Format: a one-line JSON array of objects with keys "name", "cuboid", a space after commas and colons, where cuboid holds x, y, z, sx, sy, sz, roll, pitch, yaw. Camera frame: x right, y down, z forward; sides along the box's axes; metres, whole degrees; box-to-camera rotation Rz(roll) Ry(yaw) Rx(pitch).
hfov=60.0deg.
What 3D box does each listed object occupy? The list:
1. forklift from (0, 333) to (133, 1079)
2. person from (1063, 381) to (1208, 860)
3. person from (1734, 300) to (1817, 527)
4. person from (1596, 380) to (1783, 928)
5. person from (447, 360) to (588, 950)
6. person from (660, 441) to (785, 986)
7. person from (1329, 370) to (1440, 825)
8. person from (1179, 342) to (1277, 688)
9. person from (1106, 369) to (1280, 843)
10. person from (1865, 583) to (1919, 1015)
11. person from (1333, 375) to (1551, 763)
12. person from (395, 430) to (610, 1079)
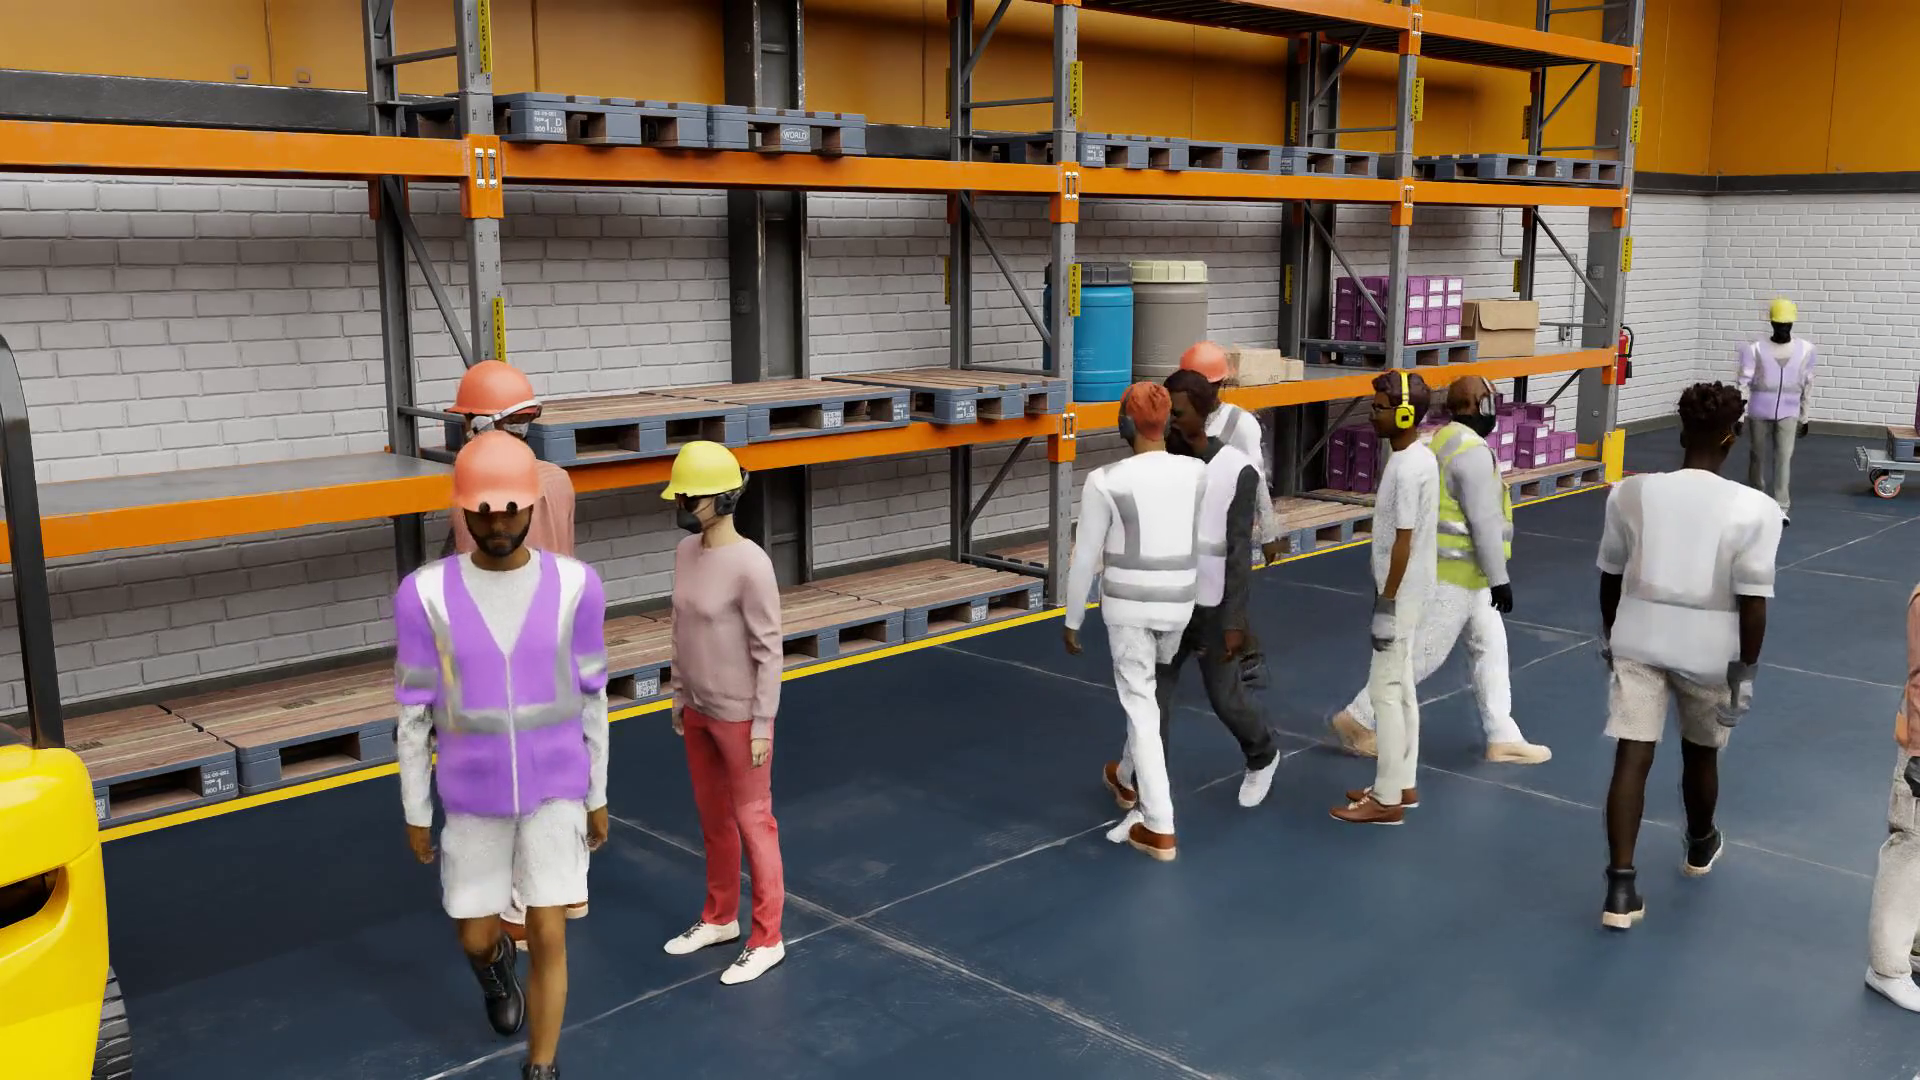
[{"name": "forklift", "cuboid": [-3.289, 0.485, 4.582, 1.214, 2.155, 2.313, -10, 14, -44]}, {"name": "person", "cuboid": [0.703, 0.282, 6.659, 0.588, 1.840, 0.894, -4, 11, -20]}, {"name": "person", "cuboid": [6.822, -1.072, 13.952, 0.613, 1.871, 1.009, 3, 11, 17]}, {"name": "person", "cuboid": [2.572, 0.383, 5.958, 0.617, 1.902, 1.057, 7, 13, 34]}, {"name": "person", "cuboid": [-1.510, 0.393, 5.627, 0.394, 1.994, 0.612, 3, 11, 17]}, {"name": "person", "cuboid": [-0.784, 0.555, 5.374, 0.329, 1.765, 0.533, -9, 14, -41]}, {"name": "person", "cuboid": [1.762, 0.237, 6.835, 0.367, 1.869, 0.518, 4, 11, 20]}, {"name": "person", "cuboid": [1.252, -0.073, 8.491, 0.983, 1.865, 0.586, -7, 12, -33]}, {"name": "person", "cuboid": [0.991, 0.244, 6.748, 0.594, 1.890, 0.897, 10, 14, 43]}, {"name": "person", "cuboid": [3.097, 0.649, 5.203, 0.523, 1.638, 0.311, -8, 13, -36]}, {"name": "person", "cuboid": [2.213, 0.139, 7.594, 0.950, 1.787, 0.640, 2, 11, 12]}, {"name": "person", "cuboid": [-1.222, 0.639, 4.508, 0.555, 1.916, 0.777, -3, 11, -17]}]
